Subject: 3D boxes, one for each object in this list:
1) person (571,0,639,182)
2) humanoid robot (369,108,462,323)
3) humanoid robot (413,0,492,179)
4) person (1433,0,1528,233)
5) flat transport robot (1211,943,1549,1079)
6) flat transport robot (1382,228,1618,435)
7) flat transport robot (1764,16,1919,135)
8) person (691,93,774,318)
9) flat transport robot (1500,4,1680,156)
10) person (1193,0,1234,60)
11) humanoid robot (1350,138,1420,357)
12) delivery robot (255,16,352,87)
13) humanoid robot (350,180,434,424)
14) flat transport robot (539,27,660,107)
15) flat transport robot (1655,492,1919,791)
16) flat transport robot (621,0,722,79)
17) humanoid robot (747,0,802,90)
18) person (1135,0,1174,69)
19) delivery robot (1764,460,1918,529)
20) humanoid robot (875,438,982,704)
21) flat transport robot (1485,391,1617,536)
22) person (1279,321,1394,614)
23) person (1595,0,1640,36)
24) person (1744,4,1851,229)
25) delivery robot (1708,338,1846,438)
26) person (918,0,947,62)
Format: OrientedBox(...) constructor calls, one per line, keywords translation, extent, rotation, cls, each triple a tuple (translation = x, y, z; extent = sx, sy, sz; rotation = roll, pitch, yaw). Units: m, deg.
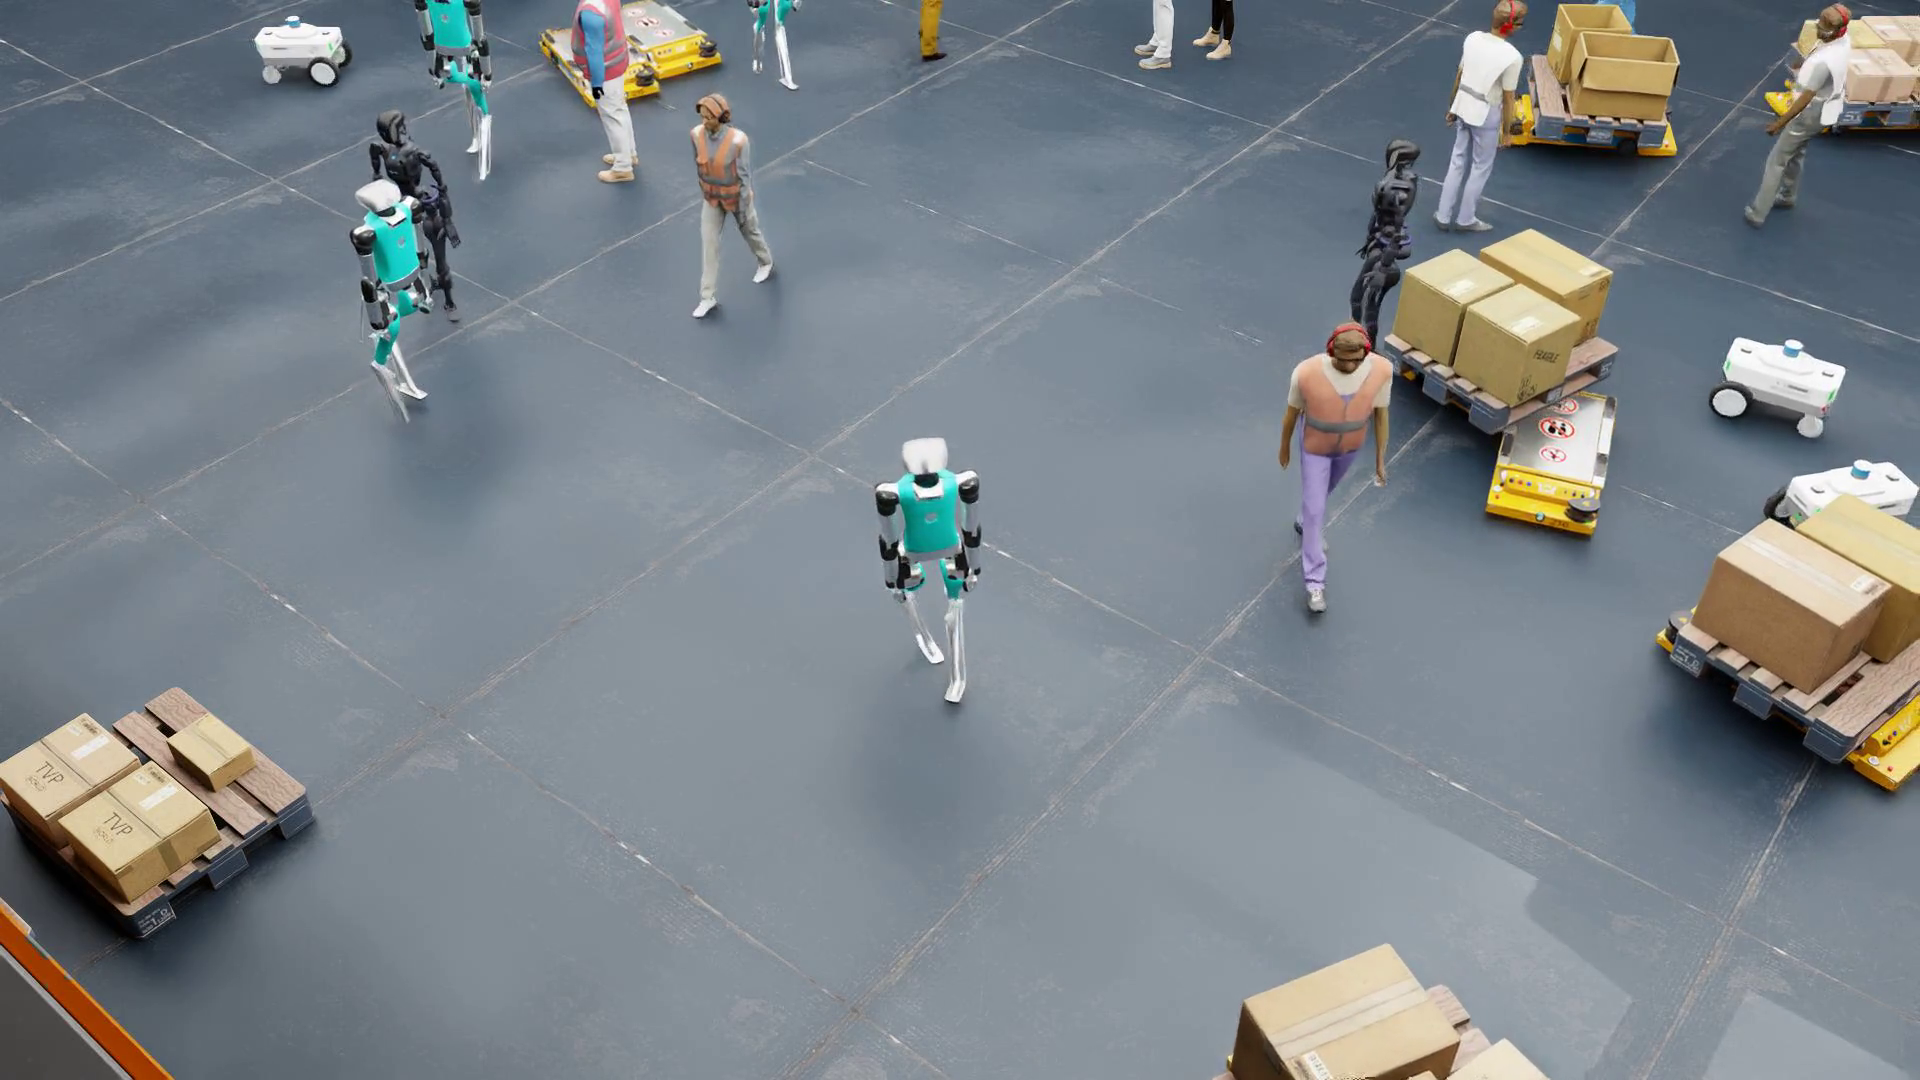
OrientedBox(translation=(-2.862, -3.770, 13.312), extent=(0.431, 1.835, 0.628), rotation=(1, 40, 1), cls="person")
OrientedBox(translation=(-3.792, -2.329, 11.737), extent=(0.610, 1.645, 0.487), rotation=(11, 42, 13), cls="humanoid robot")
OrientedBox(translation=(-3.993, -3.867, 13.522), extent=(0.560, 1.798, 0.827), rotation=(3, 40, 4), cls="humanoid robot")
OrientedBox(translation=(3.948, -3.201, 12.643), extent=(0.419, 1.825, 0.612), rotation=(-16, 43, -18), cls="person")
OrientedBox(translation=(1.771, 2.630, 6.984), extent=(0.659, 0.231, 1.431), rotation=(-16, 43, -18), cls="flat transport robot")
OrientedBox(translation=(3.629, -1.058, 11.323), extent=(0.659, 0.231, 1.431), rotation=(-24, 46, -26), cls="flat transport robot")
OrientedBox(translation=(7.884, -3.787, 14.533), extent=(1.431, 0.231, 0.659), rotation=(0, 40, 0), cls="flat transport robot")
OrientedBox(translation=(-1.669, -2.455, 11.932), extent=(0.509, 1.595, 0.849), rotation=(16, 43, 18), cls="person")
OrientedBox(translation=(5.378, -3.570, 14.278), extent=(1.431, 0.231, 0.659), rotation=(7, 41, 8), cls="flat transport robot")
OrientedBox(translation=(2.389, -5.237, 15.134), extent=(0.315, 1.696, 0.540), rotation=(-11, 42, -12), cls="person")
OrientedBox(translation=(2.852, -1.936, 11.272), extent=(0.347, 1.660, 0.597), rotation=(1, 40, 1), cls="humanoid robot")
OrientedBox(translation=(-5.957, -4.444, 15.091), extent=(0.803, 0.603, 0.499), rotation=(0, 40, 0), cls="delivery robot")
OrientedBox(translation=(-3.757, -1.535, 10.807), extent=(0.778, 1.854, 0.542), rotation=(21, 45, 23), cls="humanoid robot")
OrientedBox(translation=(-3.322, -4.385, 15.236), extent=(0.659, 0.231, 1.431), rotation=(-20, 44, -22), cls="flat transport robot")
OrientedBox(translation=(4.665, 0.760, 9.184), extent=(0.659, 0.231, 1.431), rotation=(-27, 47, -28), cls="flat transport robot")
OrientedBox(translation=(-2.879, -4.743, 15.657), extent=(0.659, 0.231, 1.431), rotation=(-24, 46, -26), cls="flat transport robot")
OrientedBox(translation=(-1.724, -4.869, 14.737), extent=(0.532, 1.876, 0.789), rotation=(-16, 43, -18), cls="humanoid robot")
OrientedBox(translation=(1.815, -5.183, 14.928), extent=(0.337, 1.882, 0.583), rotation=(-1, 40, -1), cls="person")
OrientedBox(translation=(5.363, -0.212, 10.114), extent=(0.781, 0.605, 0.499), rotation=(-9, 41, -10), cls="delivery robot")
OrientedBox(translation=(-0.187, 0.049, 8.879), extent=(0.560, 1.738, 0.894), rotation=(-6, 41, -7), cls="humanoid robot")
OrientedBox(translation=(3.846, -0.589, 10.770), extent=(0.659, 0.231, 1.431), rotation=(14, 42, 16), cls="flat transport robot")
OrientedBox(translation=(2.131, -0.471, 9.454), extent=(0.570, 1.786, 0.963), rotation=(-6, 41, -8), cls="person")
OrientedBox(translation=(6.128, -5.340, 15.248), extent=(0.735, 1.696, 0.511), rotation=(7, 41, 9), cls="person")
OrientedBox(translation=(6.479, -3.250, 12.714), extent=(0.457, 1.805, 0.604), rotation=(23, 45, 24), cls="person")
OrientedBox(translation=(5.473, -1.063, 11.096), extent=(0.757, 0.580, 0.499), rotation=(22, 45, 24), cls="delivery robot")
OrientedBox(translation=(-0.265, -5.270, 15.150), extent=(0.539, 1.729, 0.572), rotation=(-29, 48, -30), cls="person")
